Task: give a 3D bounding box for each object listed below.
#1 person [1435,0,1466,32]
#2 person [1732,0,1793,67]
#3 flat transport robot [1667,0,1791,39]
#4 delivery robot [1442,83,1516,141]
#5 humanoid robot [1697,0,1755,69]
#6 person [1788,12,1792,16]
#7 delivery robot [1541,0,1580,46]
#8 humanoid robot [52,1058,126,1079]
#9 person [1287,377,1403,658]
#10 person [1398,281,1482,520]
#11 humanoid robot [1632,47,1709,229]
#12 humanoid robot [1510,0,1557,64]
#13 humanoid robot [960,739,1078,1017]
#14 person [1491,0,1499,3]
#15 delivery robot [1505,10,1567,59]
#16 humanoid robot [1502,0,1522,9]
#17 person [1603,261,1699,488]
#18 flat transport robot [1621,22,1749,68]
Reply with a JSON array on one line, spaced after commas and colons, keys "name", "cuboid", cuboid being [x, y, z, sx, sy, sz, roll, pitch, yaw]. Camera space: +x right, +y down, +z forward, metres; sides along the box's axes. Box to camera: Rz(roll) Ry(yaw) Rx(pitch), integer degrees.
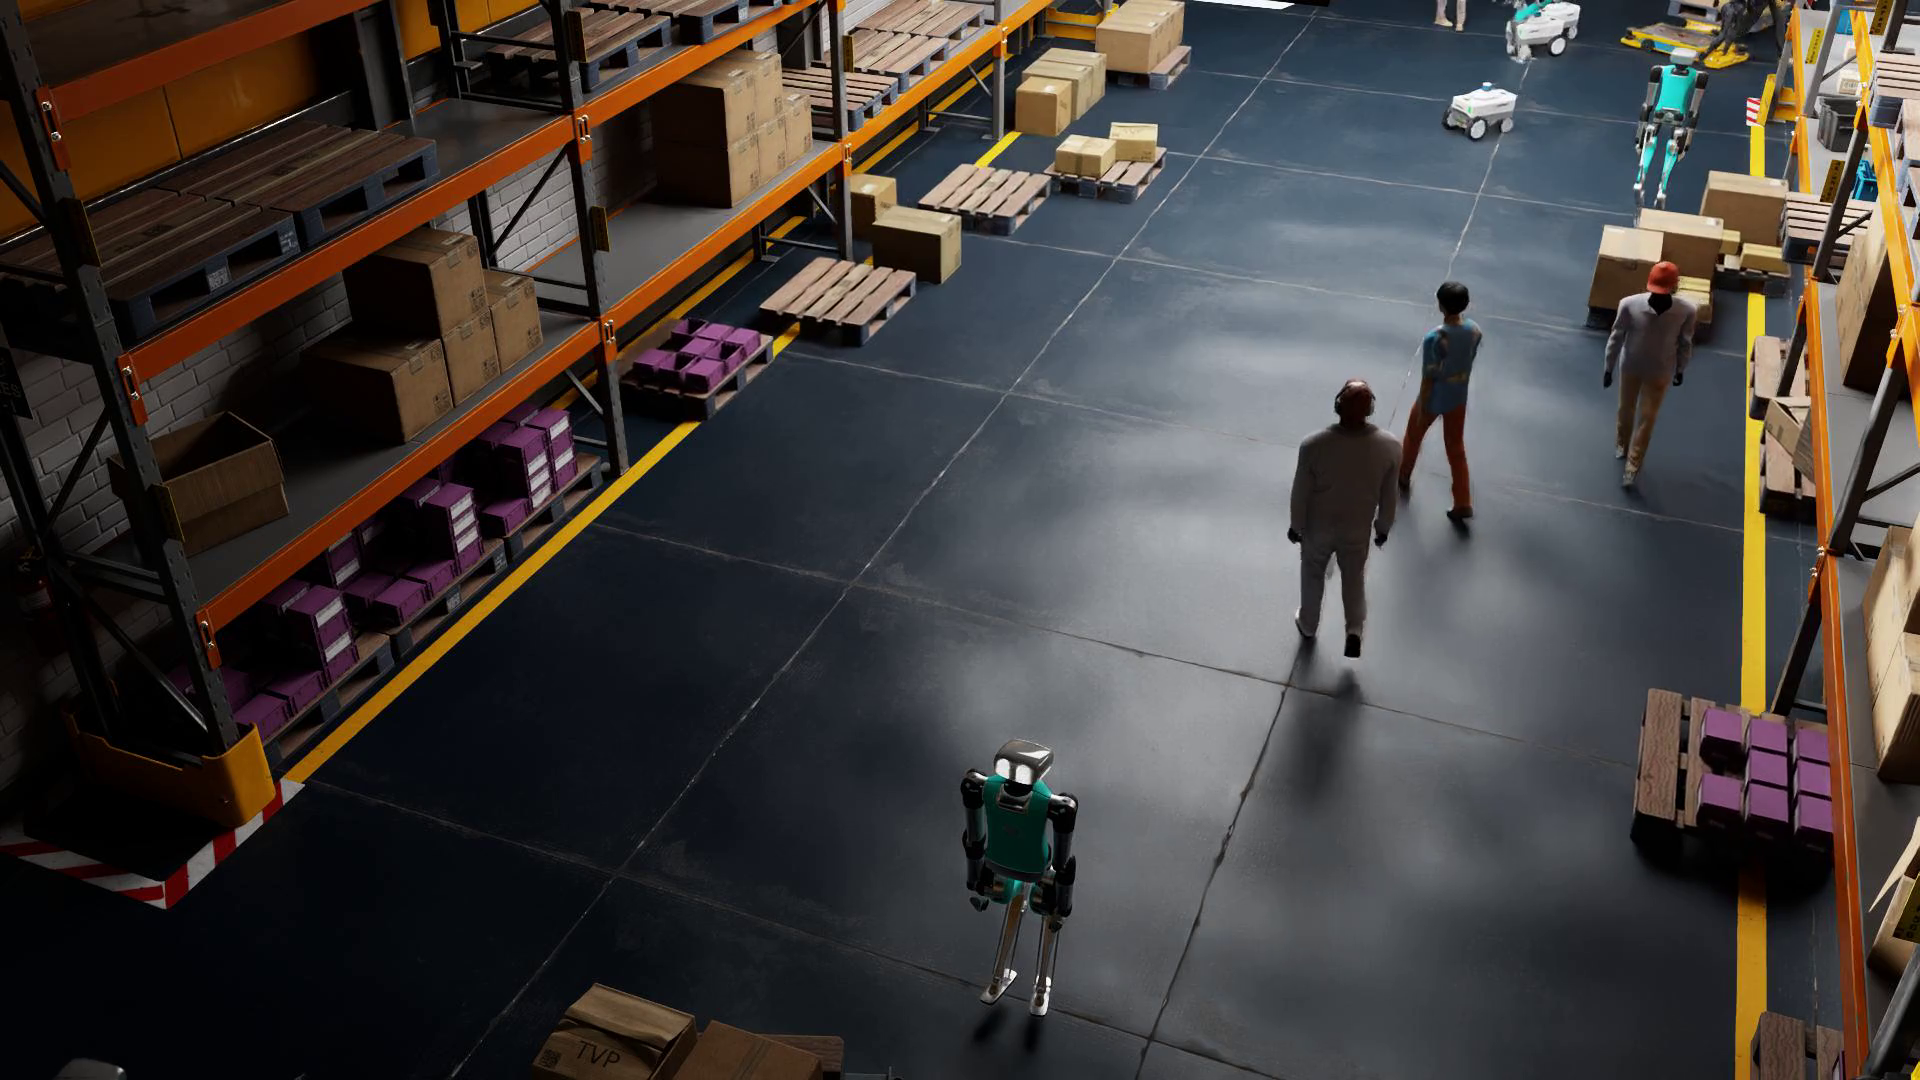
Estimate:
[{"name": "person", "cuboid": [6.605, -7.619, 22.040, 0.527, 1.718, 0.740, -5, 33, -8]}, {"name": "person", "cuboid": [10.143, -6.808, 20.743, 0.498, 1.784, 0.959, -26, 41, -34]}, {"name": "flat transport robot", "cuboid": [10.206, -6.884, 22.245, 1.431, 0.231, 0.659, -27, 41, -35]}, {"name": "delivery robot", "cuboid": [5.910, -4.874, 18.879, 0.782, 0.603, 0.499, -14, 35, -21]}, {"name": "humanoid robot", "cuboid": [9.609, -6.693, 20.659, 0.598, 1.646, 0.455, -28, 42, -36]}, {"name": "person", "cuboid": [11.636, -8.067, 22.737, 0.364, 1.725, 0.592, 23, 39, 31]}, {"name": "delivery robot", "cuboid": [7.818, -6.864, 21.947, 0.790, 0.589, 0.499, -20, 38, -27]}, {"name": "humanoid robot", "cuboid": [-3.056, 2.398, 6.551, 0.544, 1.728, 0.977, 1, 33, 2]}, {"name": "person", "cuboid": [2.349, -0.110, 10.274, 0.650, 1.889, 0.630, 0, 33, -1]}, {"name": "person", "cuboid": [3.450, -0.992, 11.785, 0.478, 1.727, 0.889, -9, 34, -13]}, {"name": "humanoid robot", "cuboid": [6.806, -3.762, 16.170, 0.532, 1.879, 0.790, 14, 35, 20]}, {"name": "humanoid robot", "cuboid": [7.252, -6.897, 20.943, 0.768, 1.803, 0.541, 23, 39, 31]}, {"name": "humanoid robot", "cuboid": [0.341, 1.498, 7.798, 0.533, 1.677, 0.735, 12, 35, 18]}, {"name": "person", "cuboid": [7.662, -8.573, 23.406, 0.542, 1.848, 0.954, 12, 35, 17]}, {"name": "delivery robot", "cuboid": [7.430, -6.518, 21.431, 0.781, 0.610, 0.524, -11, 34, -17]}, {"name": "humanoid robot", "cuboid": [7.823, -8.234, 22.996, 0.703, 1.801, 0.535, -19, 38, -27]}, {"name": "person", "cuboid": [5.016, -1.253, 12.199, 0.572, 1.699, 0.874, 15, 36, 22]}, {"name": "flat transport robot", "cuboid": [9.369, -6.404, 21.503, 0.659, 0.231, 1.431, -22, 39, -30]}]
